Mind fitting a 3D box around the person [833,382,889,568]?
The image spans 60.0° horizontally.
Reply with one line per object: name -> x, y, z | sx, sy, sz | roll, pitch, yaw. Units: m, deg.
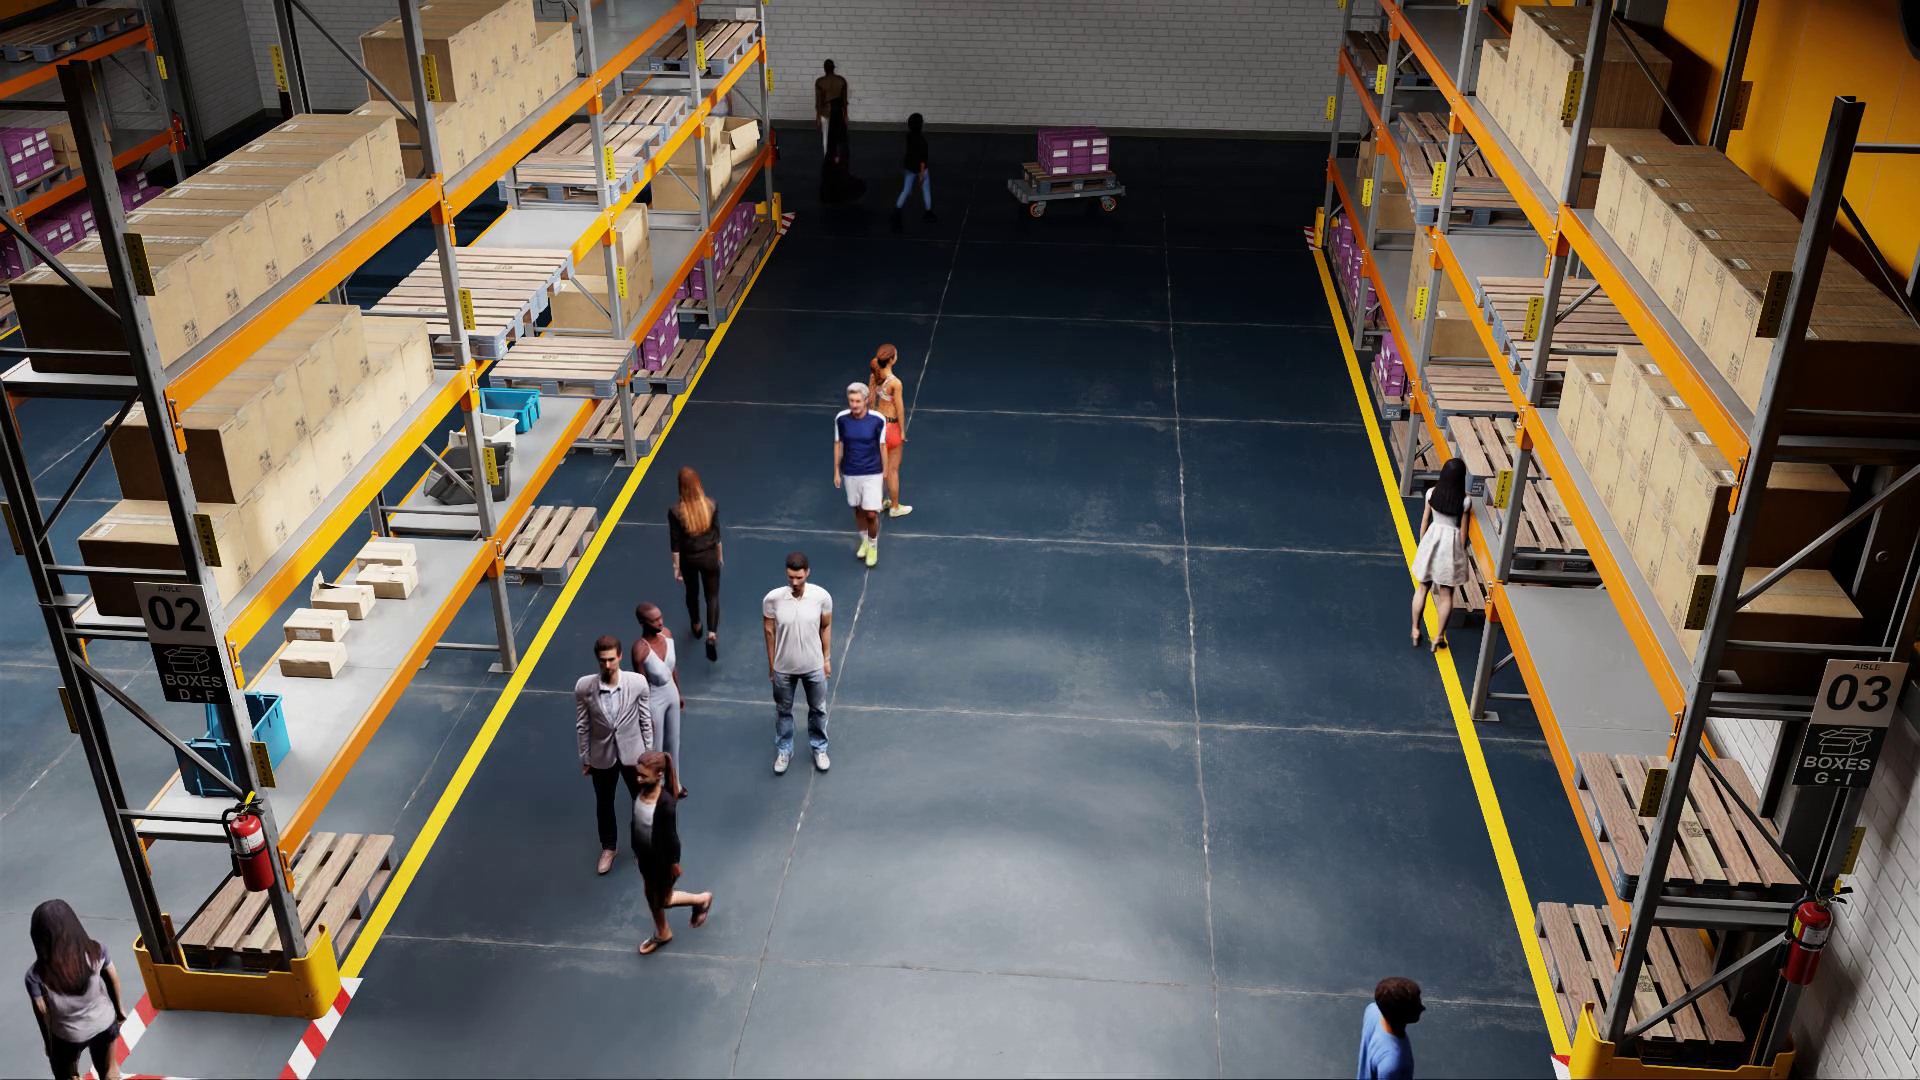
person -> -0.897, -0.675, 15.564 | 0.669, 1.821, 0.706 | 5, 29, 10

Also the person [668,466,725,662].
person -> -2.190, 0.225, 14.058 | 0.780, 1.684, 1.120 | -6, 29, -10

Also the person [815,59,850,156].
person -> -2.044, -6.813, 26.848 | 0.987, 1.791, 1.223 | -8, 30, -14

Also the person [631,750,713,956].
person -> -1.924, 2.013, 10.927 | 0.785, 1.543, 0.867 | 25, 38, 38

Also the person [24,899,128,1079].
person -> -4.919, 2.774, 9.373 | 0.863, 1.696, 0.810 | 22, 36, 35

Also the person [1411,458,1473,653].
person -> 4.103, 0.121, 14.159 | 0.773, 1.769, 0.793 | 18, 33, 29

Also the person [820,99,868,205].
person -> -1.794, -5.928, 25.431 | 0.922, 1.594, 0.995 | -9, 30, -17

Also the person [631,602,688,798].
person -> -2.213, 1.212, 12.146 | 0.696, 1.783, 0.557 | 13, 31, 22

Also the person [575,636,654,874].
person -> -2.382, 1.472, 11.591 | 0.727, 1.857, 0.656 | -4, 29, -7

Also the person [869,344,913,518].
person -> -0.716, -1.079, 16.337 | 0.664, 1.791, 0.707 | 24, 36, 36

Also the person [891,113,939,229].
person -> -0.711, -5.375, 24.337 | 0.982, 1.670, 1.163 | 21, 35, 34

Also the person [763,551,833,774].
person -> -1.222, 0.910, 12.615 | 0.708, 1.863, 0.618 | -2, 29, -4

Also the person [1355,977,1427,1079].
person -> 2.182, 3.019, 8.747 | 0.717, 1.864, 0.500 | 1, 29, 1
